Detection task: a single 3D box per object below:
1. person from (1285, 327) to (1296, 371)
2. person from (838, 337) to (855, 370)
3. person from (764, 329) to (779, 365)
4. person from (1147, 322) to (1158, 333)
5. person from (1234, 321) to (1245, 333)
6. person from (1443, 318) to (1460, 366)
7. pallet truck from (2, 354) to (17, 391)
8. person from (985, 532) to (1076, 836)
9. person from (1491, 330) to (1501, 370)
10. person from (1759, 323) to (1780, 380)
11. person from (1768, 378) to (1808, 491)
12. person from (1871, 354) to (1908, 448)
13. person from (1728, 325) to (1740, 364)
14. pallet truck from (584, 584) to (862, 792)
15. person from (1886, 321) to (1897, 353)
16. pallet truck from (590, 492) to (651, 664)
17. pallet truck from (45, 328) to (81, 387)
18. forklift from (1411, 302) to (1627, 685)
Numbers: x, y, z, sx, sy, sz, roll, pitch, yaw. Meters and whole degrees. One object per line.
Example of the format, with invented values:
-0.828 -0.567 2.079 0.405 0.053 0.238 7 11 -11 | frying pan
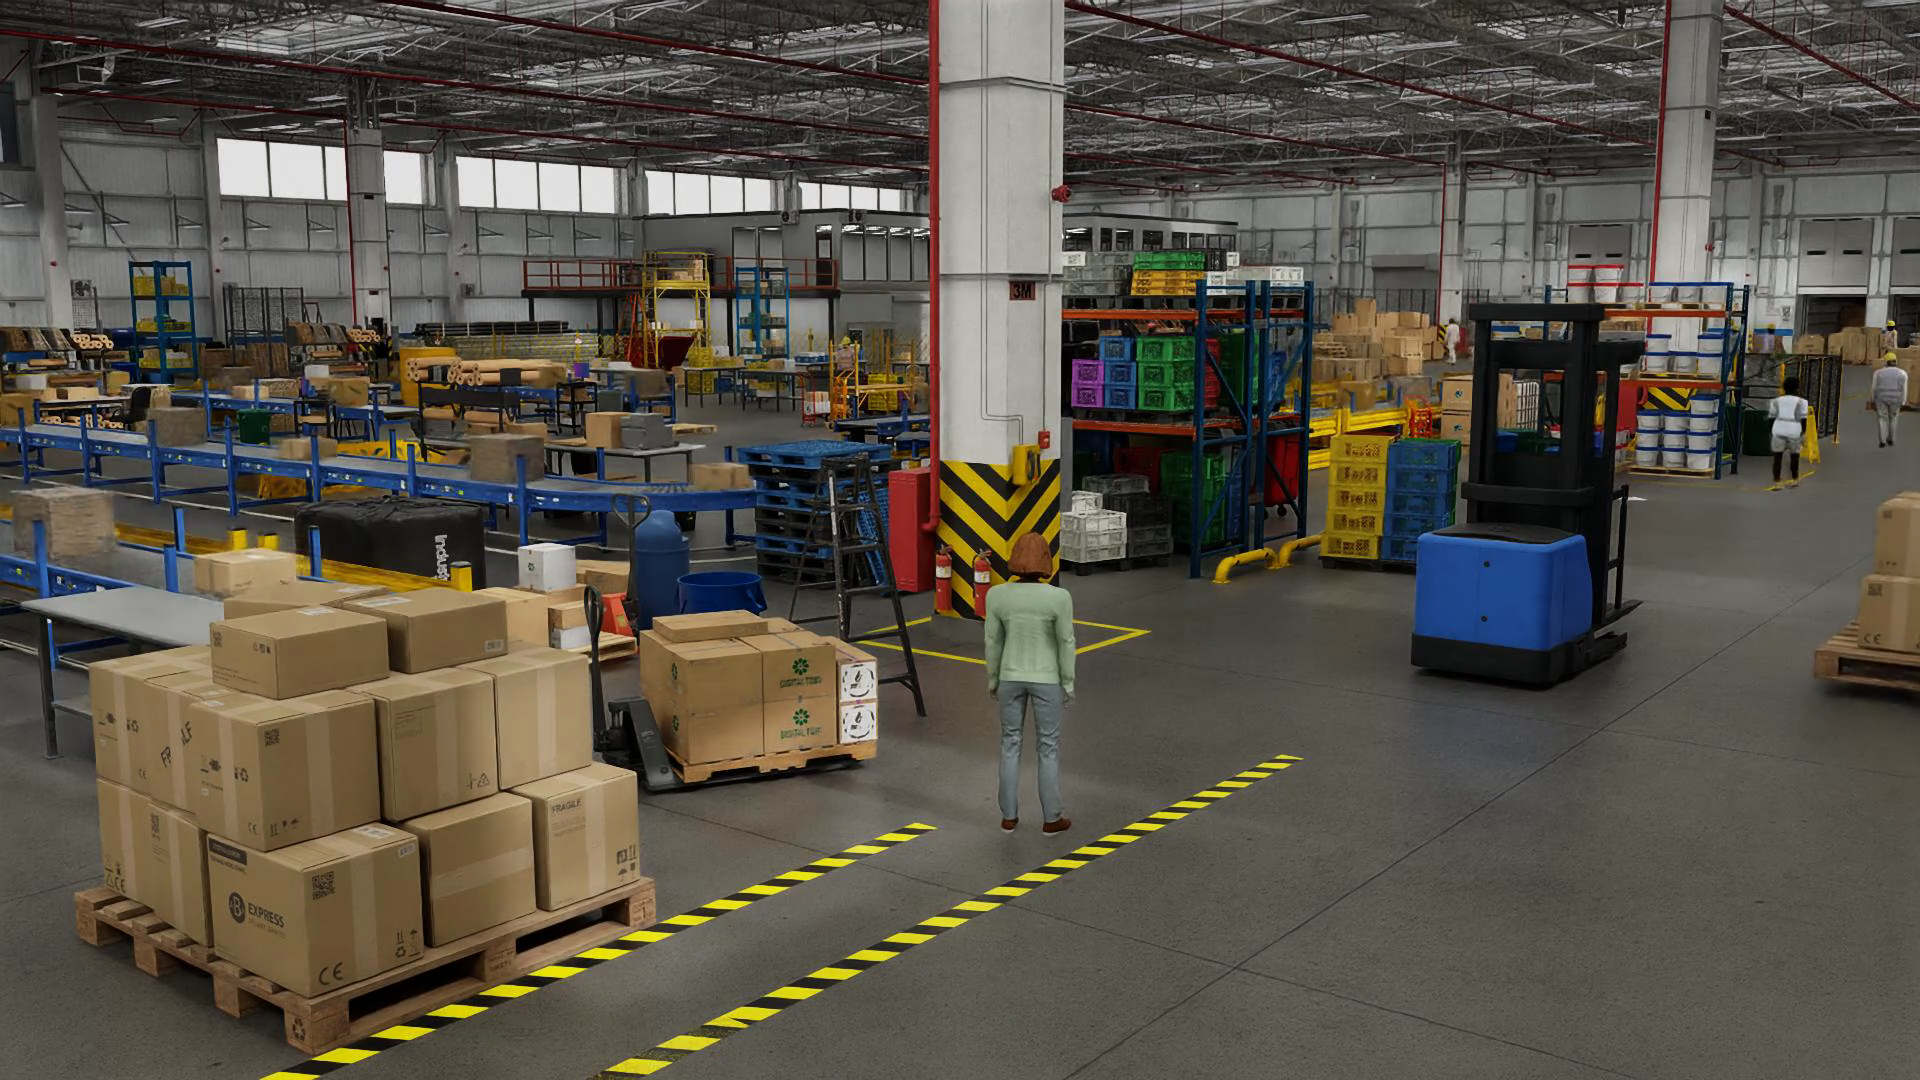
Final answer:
10.734 -5.971 53.668 0.757 1.842 0.548 6 10 33 | person
-2.941 -4.391 43.272 0.523 1.759 0.335 3 9 22 | person
-7.555 -7.844 66.316 1.002 1.830 0.581 7 11 38 | person
5.810 -5.561 50.203 0.393 2.040 0.615 5 10 30 | person
11.352 -7.945 67.120 0.644 1.792 0.949 4 9 24 | person
19.724 -7.982 66.997 0.655 1.895 0.924 -5 10 -29 | person
-24.881 -4.417 42.634 1.885 1.965 0.823 8 11 41 | pallet truck
0.379 0.769 8.897 0.497 1.633 0.283 3 9 18 | person
13.114 -4.263 41.451 0.950 2.000 0.677 7 11 39 | person
26.932 -6.230 55.199 0.598 1.897 0.813 -6 10 -35 | person
12.222 -1.566 24.531 0.557 1.649 0.847 7 11 39 | person
17.487 -2.623 31.345 0.571 1.768 0.932 3 9 21 | person
29.152 -7.228 62.574 0.592 1.716 0.646 -3 9 -19 | person
-1.426 0.805 10.019 1.601 1.201 0.680 -4 9 -26 | pallet truck
33.218 -6.857 59.372 0.409 1.917 0.587 1 9 7 | person
-3.115 0.344 12.883 0.653 1.274 1.630 7 11 37 | pallet truck
-23.775 -4.544 43.495 1.885 1.965 0.823 6 10 35 | pallet truck
4.379 -0.438 12.852 1.129 2.768 1.873 7 11 37 | forklift
